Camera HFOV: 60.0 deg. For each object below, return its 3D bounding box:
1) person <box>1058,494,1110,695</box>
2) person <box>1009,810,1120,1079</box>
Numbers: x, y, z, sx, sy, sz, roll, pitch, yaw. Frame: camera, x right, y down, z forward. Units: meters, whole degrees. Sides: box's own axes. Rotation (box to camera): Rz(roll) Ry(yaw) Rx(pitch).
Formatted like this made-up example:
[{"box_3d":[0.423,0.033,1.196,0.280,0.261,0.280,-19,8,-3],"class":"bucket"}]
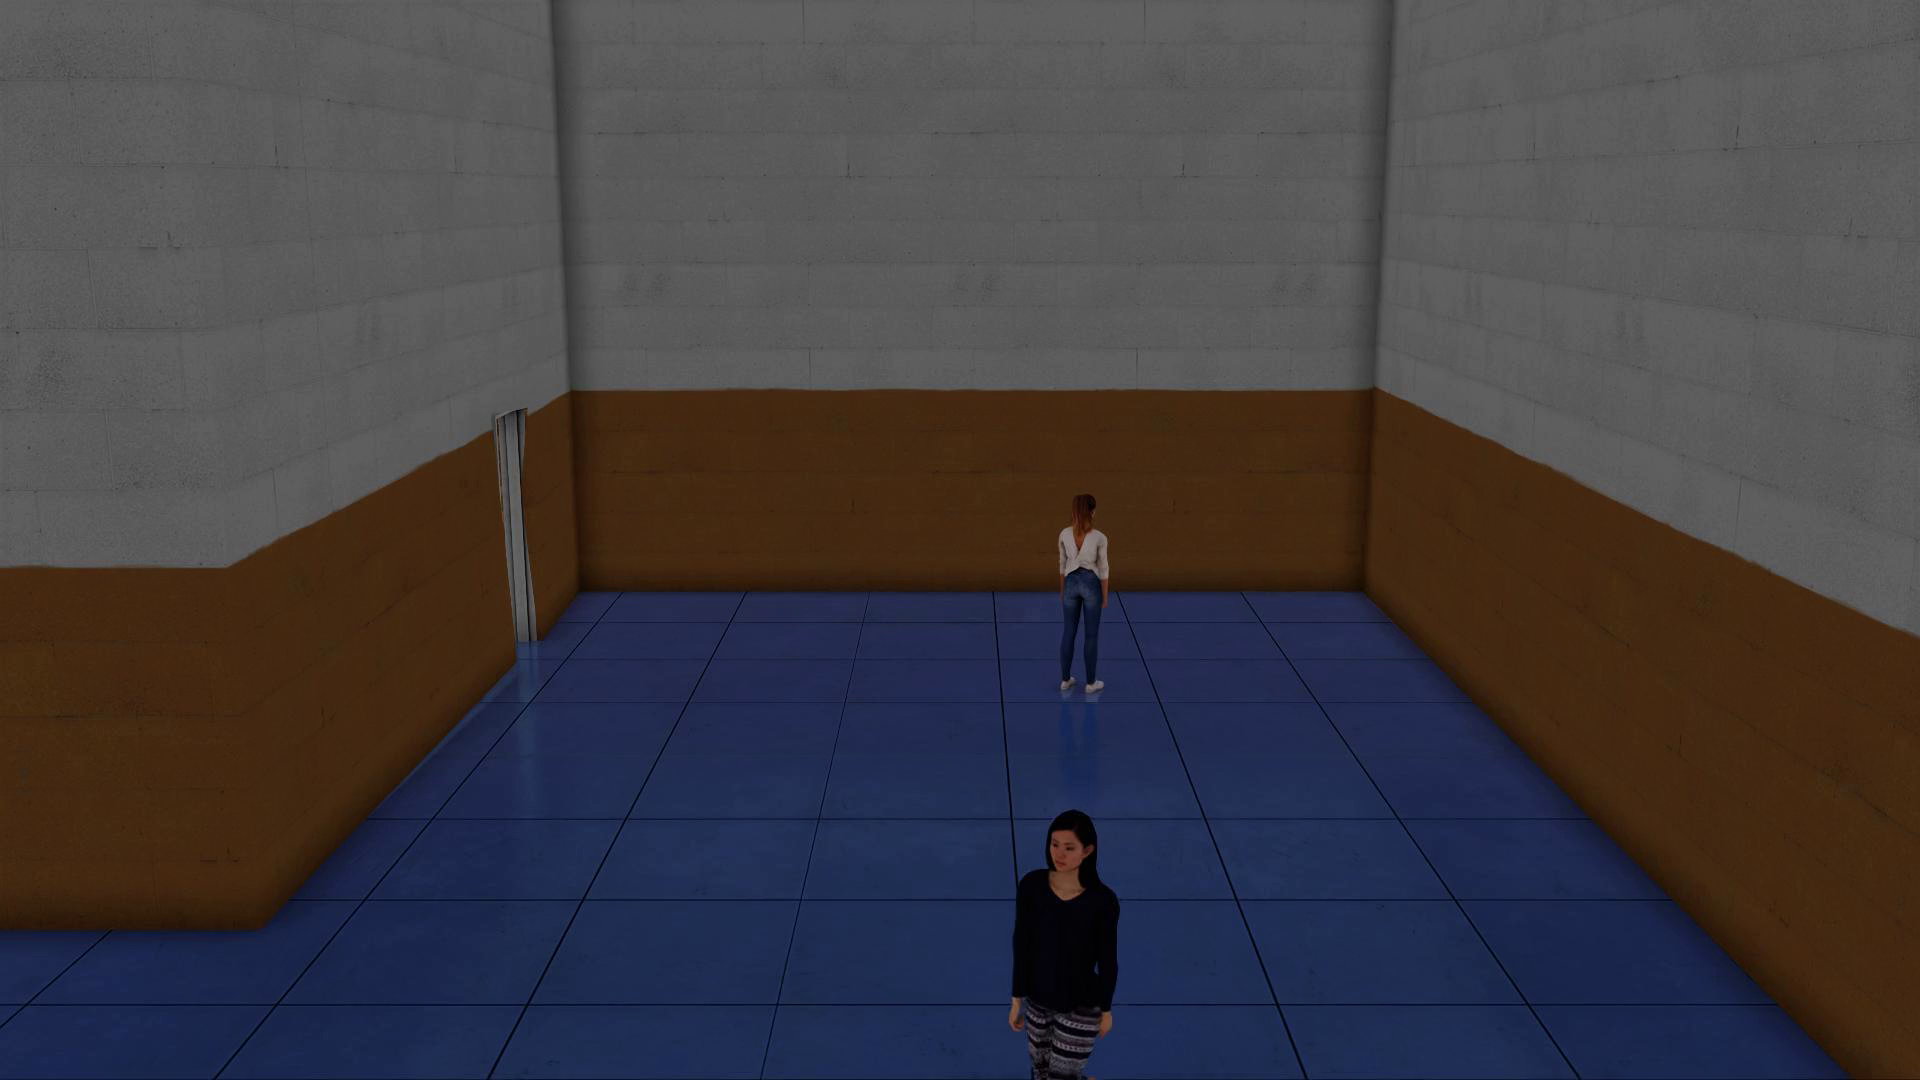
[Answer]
[{"box_3d":[1.049,0.451,14.272,0.593,1.722,0.731,5,13,24],"class":"person"},{"box_3d":[0.472,1.953,7.165,1.011,1.711,0.948,6,13,27],"class":"person"}]
